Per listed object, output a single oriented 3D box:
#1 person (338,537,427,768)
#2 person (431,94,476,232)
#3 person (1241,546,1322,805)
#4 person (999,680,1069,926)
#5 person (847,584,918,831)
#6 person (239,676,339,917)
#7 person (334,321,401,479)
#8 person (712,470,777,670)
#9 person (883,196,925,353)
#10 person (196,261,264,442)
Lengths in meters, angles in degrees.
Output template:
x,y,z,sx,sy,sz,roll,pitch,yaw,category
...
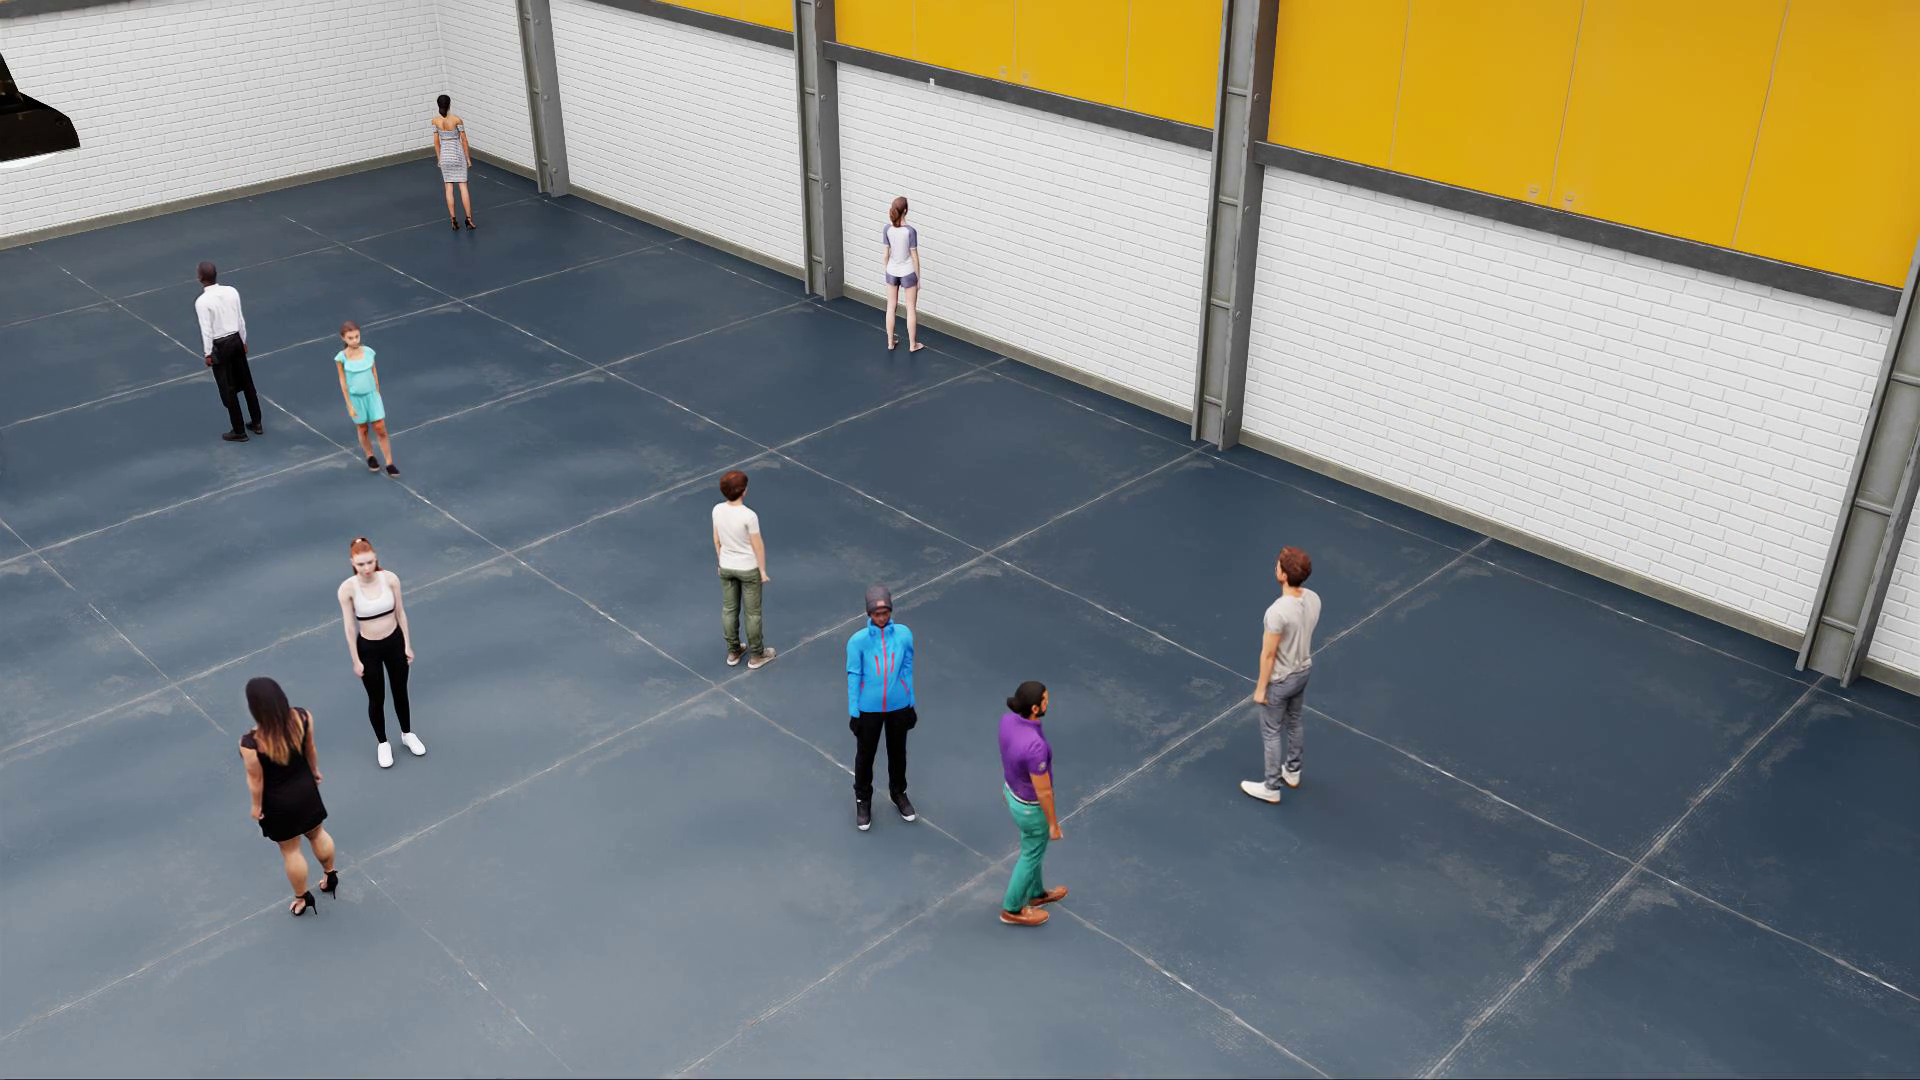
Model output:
x,y,z,sx,sy,sz,roll,pitch,yaw,category
-4.079,0.773,11.702,0.616,1.742,0.569,-19,34,-31,person
-6.812,-5.071,22.333,0.676,1.822,0.730,-1,29,-1,person
2.203,0.920,11.275,0.519,1.894,0.642,24,37,37,person
0.353,1.618,10.145,0.874,1.751,0.803,-9,30,-16,person
-0.518,1.093,11.062,0.696,1.794,0.688,-9,30,-16,person
-4.133,1.573,10.258,0.680,1.721,0.706,16,32,26,person
-5.719,-1.369,15.841,0.672,1.540,0.893,-15,32,-26,person
-1.693,0.224,12.801,0.588,1.655,0.698,11,30,19,person
-0.653,-2.961,18.522,0.629,1.767,0.722,9,30,16,person
-7.254,-1.874,16.456,0.637,1.837,0.695,15,32,25,person
